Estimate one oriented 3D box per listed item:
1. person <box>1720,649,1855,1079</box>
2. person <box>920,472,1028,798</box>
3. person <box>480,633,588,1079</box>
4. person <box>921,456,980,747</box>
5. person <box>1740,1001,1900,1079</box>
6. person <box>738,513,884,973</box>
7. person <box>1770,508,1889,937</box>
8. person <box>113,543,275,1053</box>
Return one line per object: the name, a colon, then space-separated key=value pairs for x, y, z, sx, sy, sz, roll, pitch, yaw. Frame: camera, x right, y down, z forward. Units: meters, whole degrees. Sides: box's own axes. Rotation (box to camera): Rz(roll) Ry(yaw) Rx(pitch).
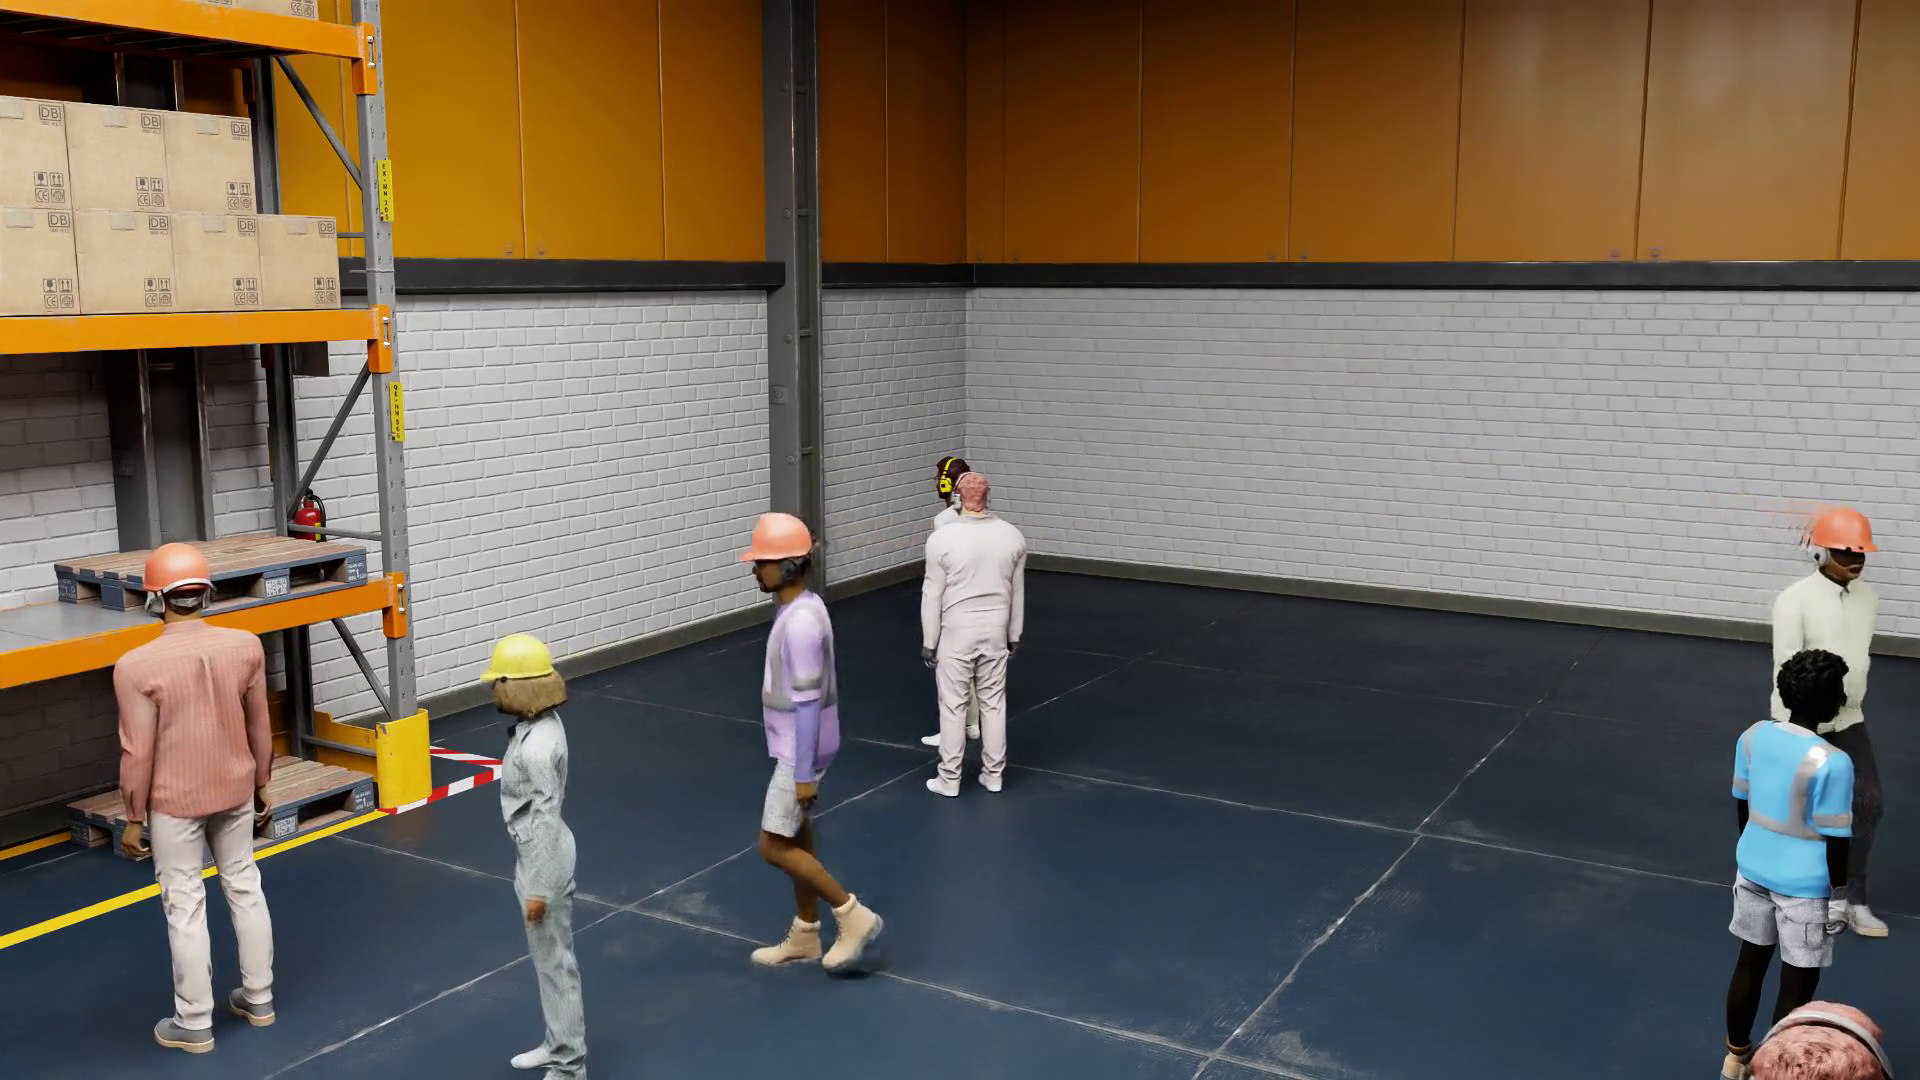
person: x=3.016 y=1.227 z=6.030 sx=0.316 sy=1.697 sz=0.540 roll=-2 pitch=9 yaw=-13
person: x=0.067 y=0.550 z=9.657 sx=0.650 sy=1.895 sz=0.400 roll=-4 pitch=10 yaw=-26
person: x=-1.560 y=1.195 z=6.094 sx=0.324 sy=1.741 sz=0.492 roll=-2 pitch=9 yaw=-15
person: x=-0.046 y=0.396 z=10.684 sx=0.326 sy=1.872 sz=0.518 roll=5 pitch=10 yaw=28
person: x=1.328 y=1.668 z=2.678 sx=0.639 sy=1.899 sz=0.395 roll=8 pitch=12 yaw=40
person: x=-0.683 y=0.888 z=7.134 sx=0.511 sy=2.032 sz=0.622 roll=-1 pitch=9 yaw=-6
person: x=4.003 y=0.838 z=7.598 sx=0.639 sy=1.965 sz=0.754 roll=-3 pitch=10 yaw=-17
person: x=-3.001 y=0.998 z=6.533 sx=0.396 sy=1.992 sz=0.623 roll=6 pitch=11 yaw=34
